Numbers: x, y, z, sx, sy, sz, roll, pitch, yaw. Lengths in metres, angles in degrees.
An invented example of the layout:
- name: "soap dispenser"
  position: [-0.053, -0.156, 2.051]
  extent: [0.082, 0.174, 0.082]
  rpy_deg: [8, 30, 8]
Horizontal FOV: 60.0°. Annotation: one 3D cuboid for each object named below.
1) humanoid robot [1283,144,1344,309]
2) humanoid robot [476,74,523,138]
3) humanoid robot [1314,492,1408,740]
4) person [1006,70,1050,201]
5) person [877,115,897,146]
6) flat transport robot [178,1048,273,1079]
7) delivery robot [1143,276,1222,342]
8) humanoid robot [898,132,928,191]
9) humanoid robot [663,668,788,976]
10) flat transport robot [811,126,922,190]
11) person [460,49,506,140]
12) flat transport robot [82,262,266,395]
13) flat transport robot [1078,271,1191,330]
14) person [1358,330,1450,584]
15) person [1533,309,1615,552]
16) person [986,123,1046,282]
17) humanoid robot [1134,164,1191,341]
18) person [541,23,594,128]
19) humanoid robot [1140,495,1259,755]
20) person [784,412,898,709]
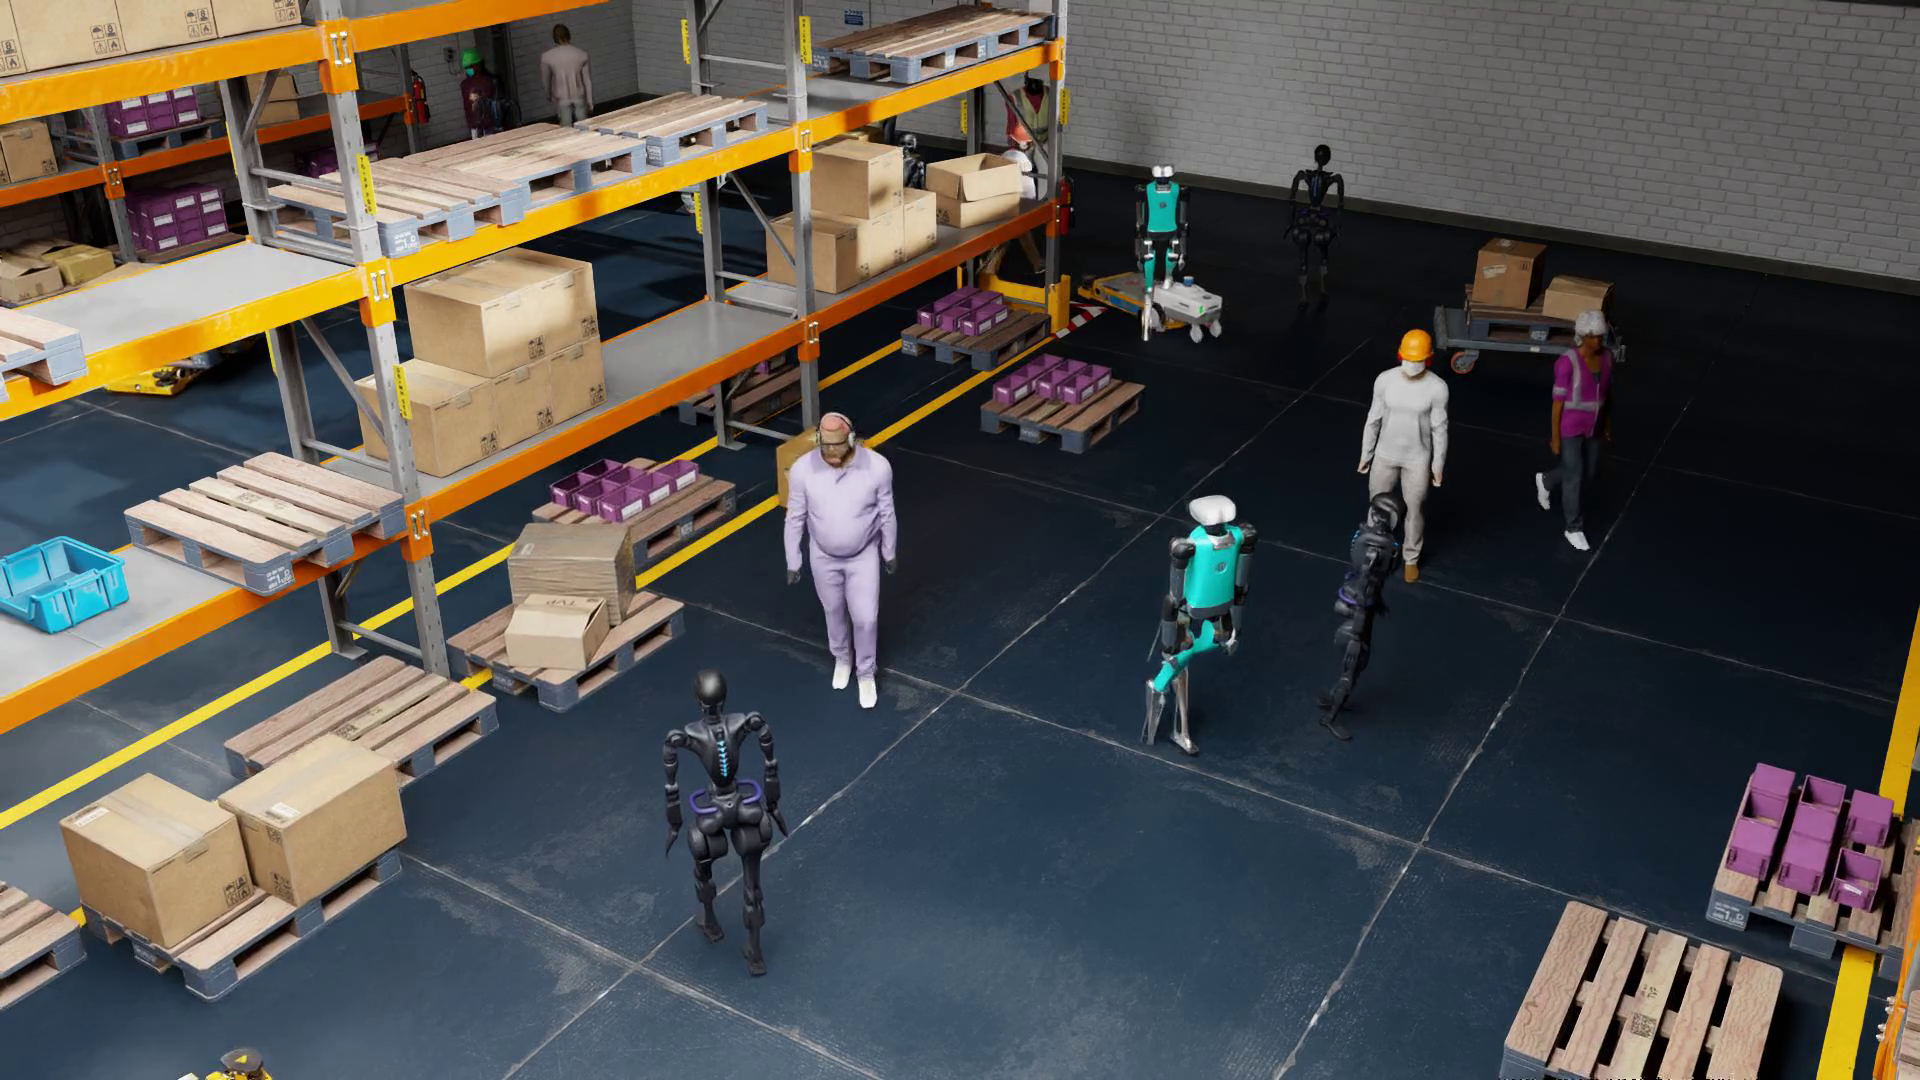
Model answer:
- name: "humanoid robot"
  position: [3.611, -3.207, 16.977]
  extent: [0.609, 1.640, 0.500]
  rpy_deg: [10, 28, 18]
- name: "humanoid robot"
  position: [-5.538, -4.774, 20.053]
  extent: [0.600, 1.651, 0.475]
  rpy_deg: [0, 27, 0]
- name: "humanoid robot"
  position: [2.347, 0.419, 9.816]
  extent: [0.432, 1.633, 0.613]
  rpy_deg: [11, 29, 21]
- name: "person"
  position: [0.865, -4.716, 19.809]
  extent: [0.636, 1.801, 0.768]
  rpy_deg: [-5, 27, -10]
- name: "person"
  position: [-0.943, -5.341, 21.212]
  extent: [0.280, 1.632, 0.506]
  rpy_deg: [7, 28, 14]
- name: "flat transport robot"
  position: [-3.461, 2.692, 6.893]
  extent: [0.659, 0.231, 1.431]
  rpy_deg: [23, 35, 38]
- name: "delivery robot"
  position: [2.226, -2.305, 16.439]
  extent: [0.499, 0.609, 0.813]
  rpy_deg: [-20, 33, -34]
- name: "humanoid robot"
  position: [-0.514, -3.481, 17.516]
  extent: [0.590, 1.639, 0.654]
  rpy_deg: [23, 35, 38]
- name: "humanoid robot"
  position: [-1.143, 1.320, 8.044]
  extent: [0.596, 1.644, 0.557]
  rpy_deg: [-10, 28, -18]
- name: "flat transport robot"
  position: [-1.158, -4.066, 20.211]
  extent: [1.431, 0.231, 0.659]
  rpy_deg: [16, 31, 28]
- name: "person"
  position: [-5.780, -5.056, 20.348]
  extent: [0.499, 1.922, 0.643]
  rpy_deg: [1, 27, 3]
- name: "flat transport robot"
  position: [-7.265, -1.710, 15.568]
  extent: [0.659, 0.231, 1.431]
  rpy_deg: [5, 27, 9]
- name: "flat transport robot"
  position: [1.908, -2.476, 17.077]
  extent: [0.659, 0.231, 1.431]
  rpy_deg: [-17, 32, -30]
- name: "person"
  position: [3.081, -0.578, 11.565]
  extent: [0.579, 1.883, 0.412]
  rpy_deg: [12, 29, 23]
- name: "person"
  position: [4.487, -0.863, 12.185]
  extent: [0.543, 1.816, 0.709]
  rpy_deg: [-10, 29, -19]
- name: "person"
  position: [0.648, -3.573, 17.655]
  extent: [0.936, 1.691, 0.564]
  rpy_deg: [-10, 28, -18]
- name: "humanoid robot"
  position: [1.929, -2.799, 16.123]
  extent: [0.545, 1.817, 0.717]
  rpy_deg: [1, 27, 3]
- name: "person"
  position: [-5.096, -5.759, 21.729]
  extent: [0.637, 1.908, 0.603]
  rpy_deg: [-10, 29, -20]
- name: "humanoid robot"
  position: [1.304, 0.532, 9.658]
  extent: [0.545, 1.900, 0.734]
  rpy_deg: [-11, 29, -21]
- name: "person"
  position: [-0.736, 0.139, 10.135]
  extent: [0.684, 1.884, 0.704]
  rpy_deg: [2, 27, 3]
